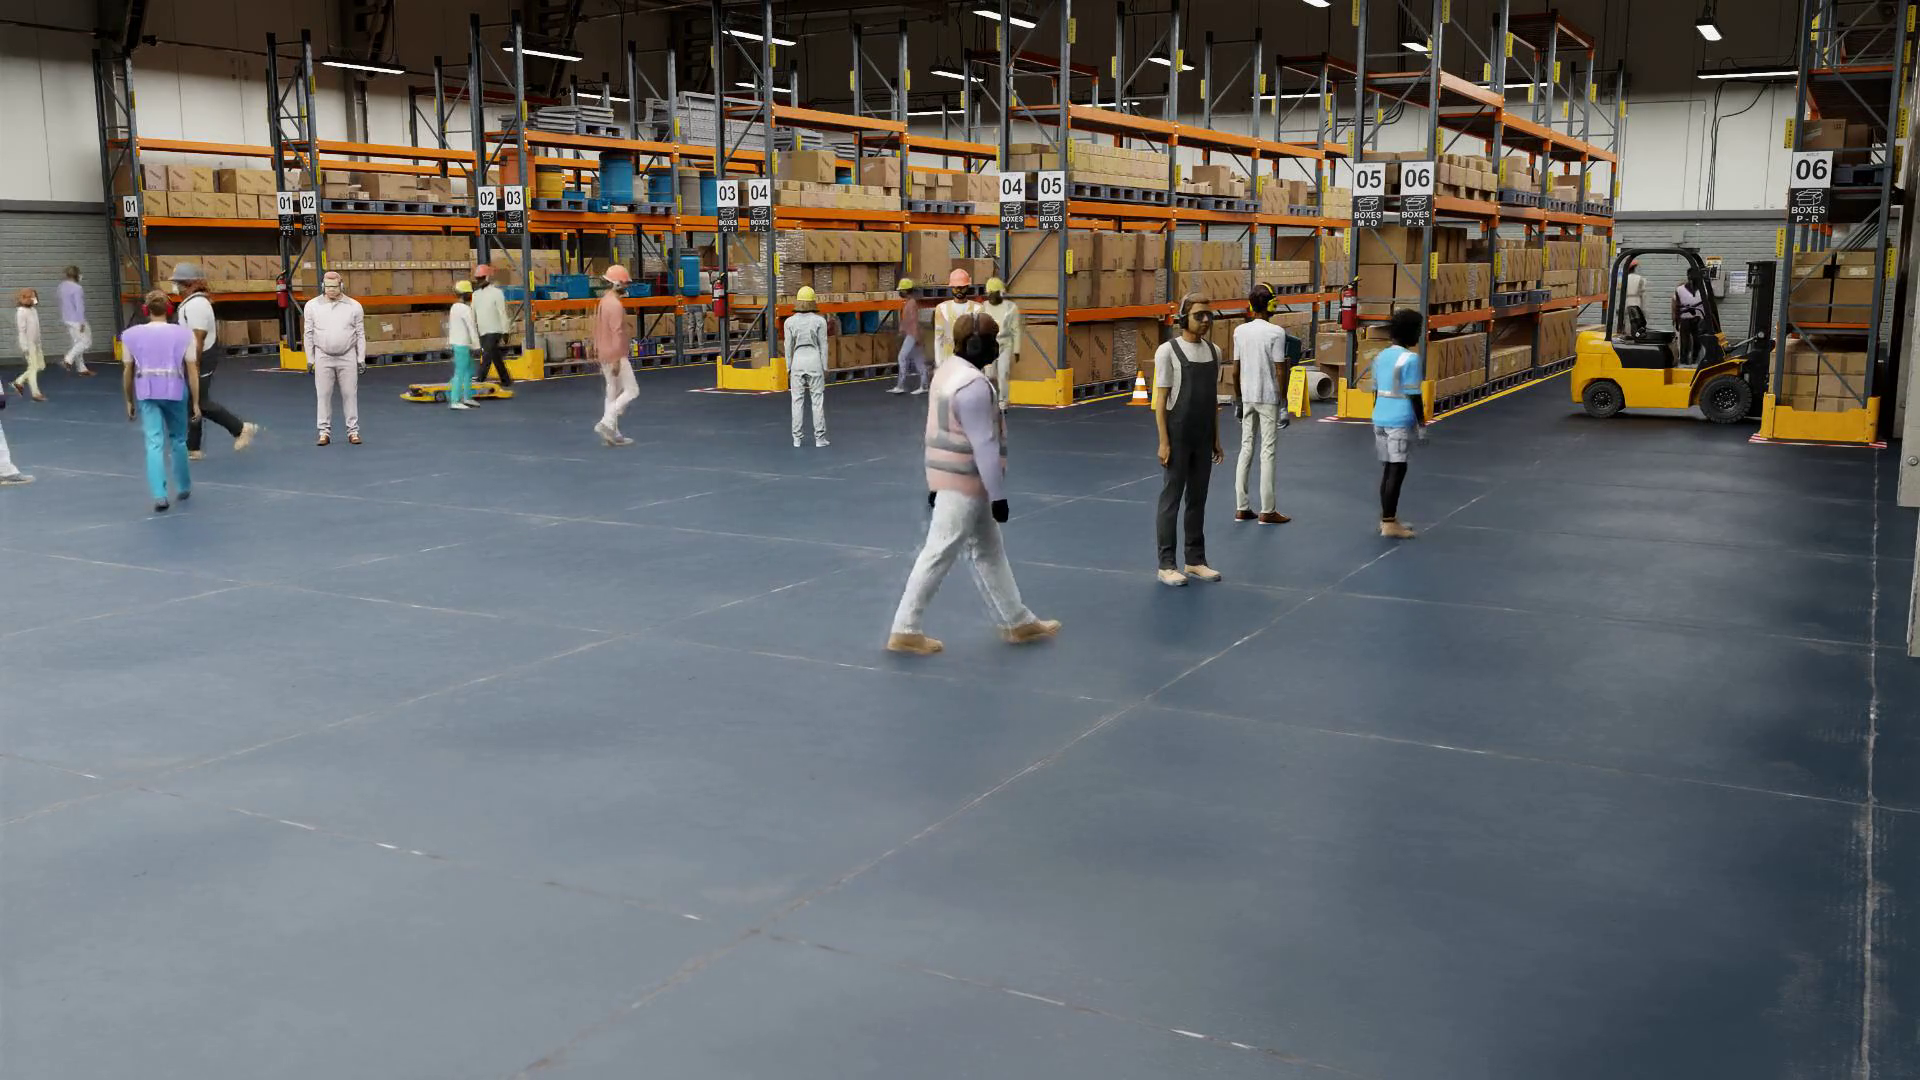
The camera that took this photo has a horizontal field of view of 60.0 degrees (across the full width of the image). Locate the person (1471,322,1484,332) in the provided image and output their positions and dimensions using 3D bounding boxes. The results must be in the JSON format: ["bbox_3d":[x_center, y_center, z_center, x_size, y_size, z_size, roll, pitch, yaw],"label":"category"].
[{"bbox_3d":[11.809,-5.249,37.568,0.644,1.842,0.567,9,13,44],"label":"person"}]

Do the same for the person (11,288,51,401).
[{"bbox_3d":[-13.316,-2.777,23.734,0.483,1.624,0.500,-1,10,-5],"label":"person"}]

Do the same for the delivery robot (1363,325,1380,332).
[{"bbox_3d":[9.382,-4.630,37.417,0.707,0.478,0.477,-2,10,-11],"label":"delivery robot"}]

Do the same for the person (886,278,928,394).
[{"bbox_3d":[-0.816,-3.039,24.932,0.759,1.737,0.549,0,10,-2],"label":"person"}]

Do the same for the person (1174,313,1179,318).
[{"bbox_3d":[5.286,-5.741,41.030,0.310,1.636,0.522,4,10,22],"label":"person"}]

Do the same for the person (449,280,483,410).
[{"bbox_3d":[-6.692,-2.641,22.582,0.622,1.746,0.535,-7,12,-34],"label":"person"}]

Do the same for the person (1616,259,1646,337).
[{"bbox_3d":[14.019,-4.882,34.850,0.626,2.017,0.614,1,10,8],"label":"person"}]

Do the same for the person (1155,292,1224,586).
[{"bbox_3d":[1.460,-0.638,10.545,0.507,1.847,0.345,-6,12,-33],"label":"person"}]

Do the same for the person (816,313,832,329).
[{"bbox_3d":[-2.579,-3.922,29.525,0.630,1.933,0.358,0,10,-1],"label":"person"}]

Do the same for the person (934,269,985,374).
[{"bbox_3d":[0.002,-1.929,17.832,0.552,1.936,0.358,0,10,-3],"label":"person"}]

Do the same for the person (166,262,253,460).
[{"bbox_3d":[-7.717,-1.827,16.936,0.760,2.000,0.678,-5,11,-28],"label":"person"}]

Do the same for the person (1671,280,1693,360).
[{"bbox_3d":[14.551,-4.411,33.357,0.530,1.603,0.743,6,11,30],"label":"person"}]

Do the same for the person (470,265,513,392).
[{"bbox_3d":[-7.091,-3.118,24.787,0.639,1.931,1.044,6,12,32],"label":"person"}]

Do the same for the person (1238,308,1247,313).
[{"bbox_3d":[6.194,-4.911,35.507,0.599,1.879,1.029,6,11,30],"label":"person"}]

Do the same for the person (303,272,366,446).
[{"bbox_3d":[-6.866,-1.989,18.299,0.638,1.903,0.408,-4,10,-22],"label":"person"}]

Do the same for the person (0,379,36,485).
[{"bbox_3d":[-8.783,-1.349,14.738,0.582,1.844,0.980,6,11,32],"label":"person"}]

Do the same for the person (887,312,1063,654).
[{"bbox_3d":[0.050,-0.290,8.694,0.977,1.789,0.646,-2,10,-9],"label":"person"}]

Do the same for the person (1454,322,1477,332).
[{"bbox_3d":[11.045,-5.044,36.250,0.920,1.897,0.548,-7,12,-36],"label":"person"}]

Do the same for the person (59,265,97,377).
[{"bbox_3d":[-15.159,-3.736,28.458,0.638,1.921,0.547,7,12,37],"label":"person"}]

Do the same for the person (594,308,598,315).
[{"bbox_3d":[-8.502,-5.647,39.515,0.614,1.963,0.362,8,13,41],"label":"person"}]

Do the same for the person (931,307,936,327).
[{"bbox_3d":[-0.559,-6.417,44.173,0.568,1.913,0.589,-8,13,-40],"label":"person"}]

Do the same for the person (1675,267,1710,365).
[{"bbox_3d":[13.162,-3.966,29.906,0.602,1.893,0.781,5,11,27],"label":"person"}]

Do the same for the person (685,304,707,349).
[{"bbox_3d":[-5.708,-4.999,36.115,0.586,1.833,0.403,7,12,34],"label":"person"}]

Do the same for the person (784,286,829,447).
[{"bbox_3d":[-1.665,-1.884,18.137,0.484,1.744,0.295,1,10,5],"label":"person"}]

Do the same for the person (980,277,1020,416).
[{"bbox_3d":[0.493,-2.496,21.529,0.636,1.809,0.524,4,11,23],"label":"person"}]

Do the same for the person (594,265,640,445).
[{"bbox_3d":[-3.741,-1.996,18.129,0.436,1.980,0.618,-5,11,-29],"label":"person"}]

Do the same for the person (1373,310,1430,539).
[{"bbox_3d":[3.276,-0.846,12.269,0.438,1.683,0.575,-2,10,-13],"label":"person"}]

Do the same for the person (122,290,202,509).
[{"bbox_3d":[-6.624,-1.171,13.820,0.581,1.799,0.955,-3,10,-19],"label":"person"}]

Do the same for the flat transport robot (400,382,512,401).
[{"bbox_3d":[-7.279,-2.153,24.016,1.431,0.197,0.652,-6,12,-33],"label":"flat transport robot"}]

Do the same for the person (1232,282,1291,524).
[{"bbox_3d":[2.348,-1.058,12.921,0.328,1.877,0.513,-9,13,-43],"label":"person"}]
